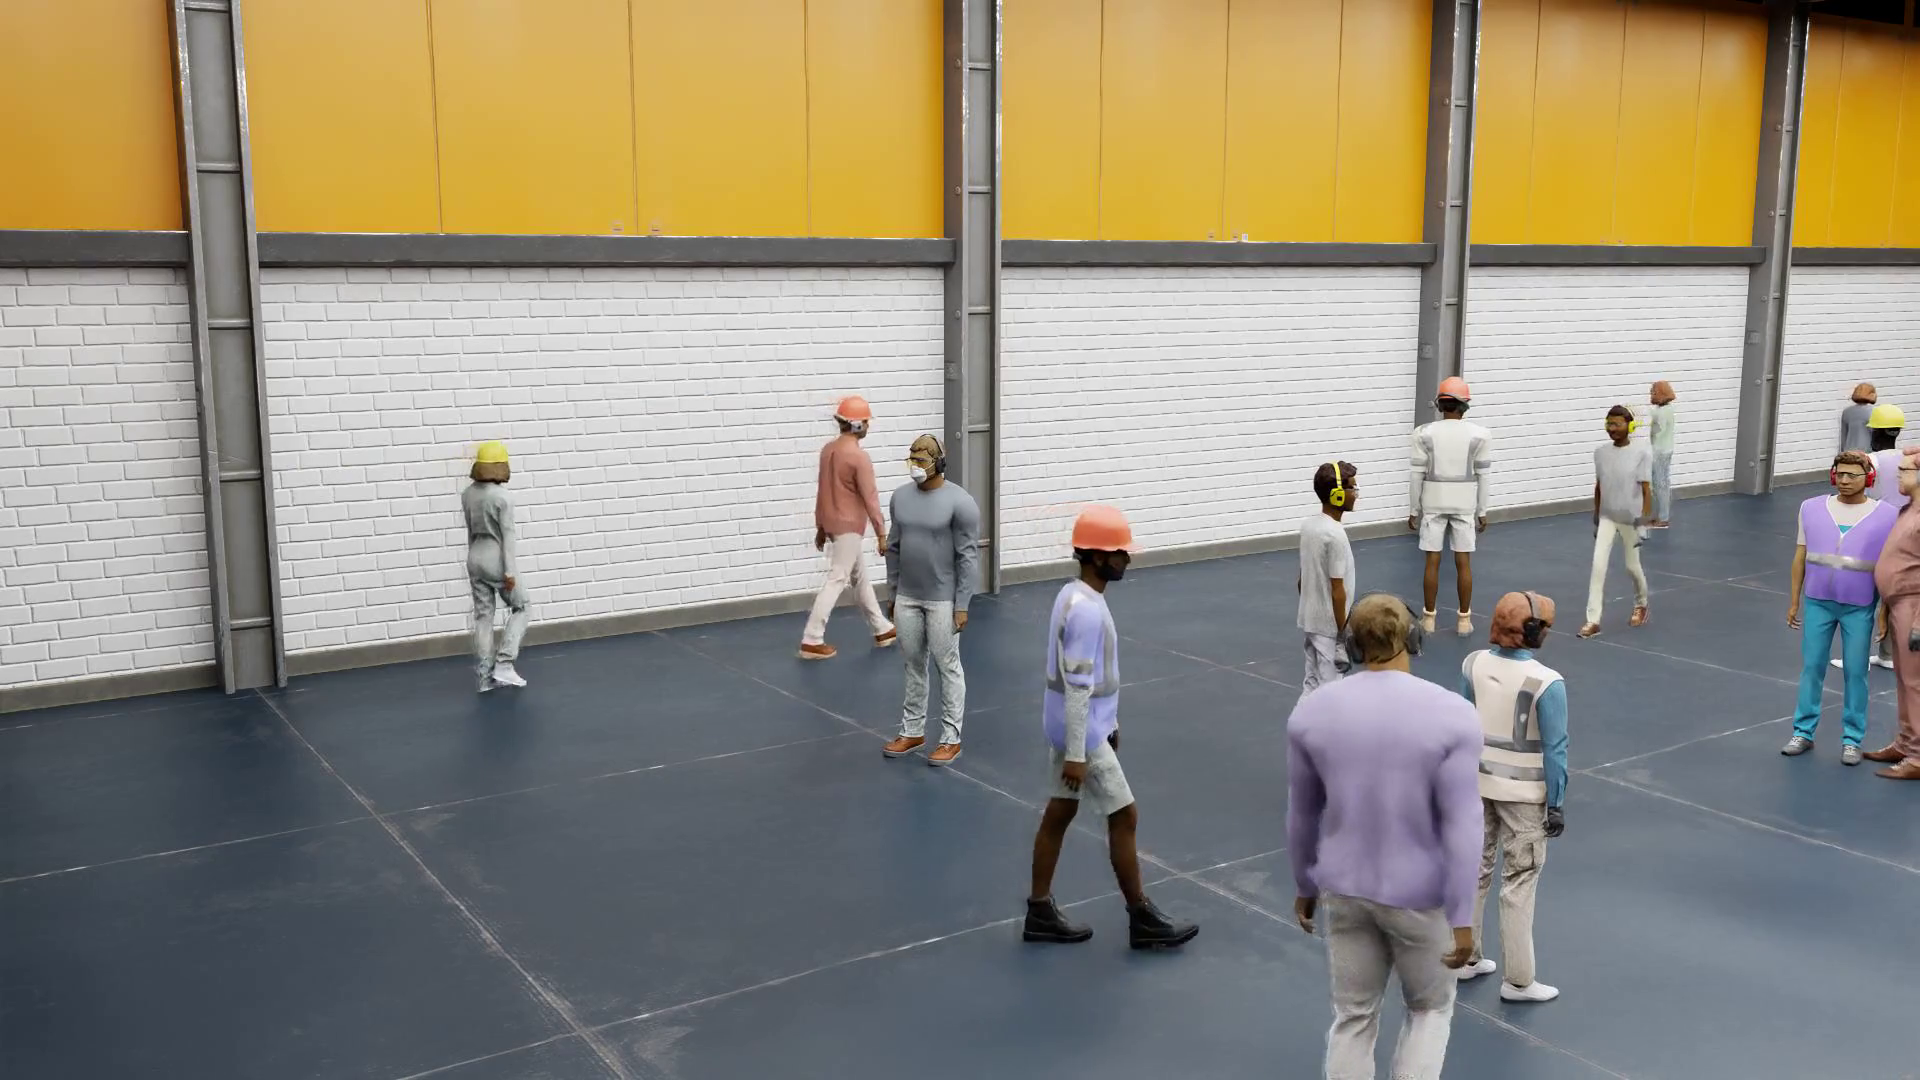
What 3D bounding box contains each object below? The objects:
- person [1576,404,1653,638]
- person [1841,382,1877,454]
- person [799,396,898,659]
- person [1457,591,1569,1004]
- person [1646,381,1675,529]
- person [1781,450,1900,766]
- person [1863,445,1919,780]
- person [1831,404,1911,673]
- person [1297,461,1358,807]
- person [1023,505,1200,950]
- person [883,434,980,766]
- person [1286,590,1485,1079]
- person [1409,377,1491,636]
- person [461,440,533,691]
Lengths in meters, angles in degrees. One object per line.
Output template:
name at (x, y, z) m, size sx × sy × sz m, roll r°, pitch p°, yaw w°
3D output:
person at (5.252, -0.169, 13.160) m, size 0.524 × 1.833 × 0.939 m, roll 9°, pitch 13°, yaw 44°
person at (9.938, -0.939, 18.385) m, size 0.372 × 1.619 × 0.529 m, roll -3°, pitch 10°, yaw -19°
person at (-0.798, -0.097, 12.386) m, size 1.026 × 1.938 × 0.643 m, roll -6°, pitch 11°, yaw -31°
person at (2.186, 1.012, 6.623) m, size 0.311 × 1.636 × 0.521 m, roll -5°, pitch 11°, yaw -30°
person at (7.764, -0.943, 18.452) m, size 0.322 × 1.623 × 0.570 m, roll 6°, pitch 11°, yaw 31°
person at (5.178, 0.386, 9.766) m, size 0.567 × 1.846 × 0.389 m, roll 8°, pitch 12°, yaw 39°
person at (5.411, 0.408, 9.458) m, size 0.402 × 1.906 × 0.651 m, roll 4°, pitch 10°, yaw 22°
person at (6.561, -0.007, 11.890) m, size 0.587 × 1.928 × 0.362 m, roll -2°, pitch 10°, yaw -14°
person at (1.993, 0.503, 8.988) m, size 0.327 × 1.874 × 0.518 m, roll -2°, pitch 10°, yaw -10°
person at (0.663, 0.804, 7.058) m, size 0.860 × 1.904 × 0.576 m, roll 0°, pitch 9°, yaw -1°
person at (-0.182, 0.345, 9.737) m, size 0.632 × 1.940 × 0.372 m, roll 6°, pitch 11°, yaw 34°
person at (1.313, 1.120, 5.217) m, size 0.664 × 1.890 × 0.544 m, roll 6°, pitch 11°, yaw 33°
person at (3.834, -0.260, 13.076) m, size 0.609 × 2.040 × 0.395 m, roll 2°, pitch 10°, yaw 14°
person at (-3.180, 0.180, 11.374) m, size 0.486 × 1.730 × 0.383 m, roll 5°, pitch 11°, yaw 27°
